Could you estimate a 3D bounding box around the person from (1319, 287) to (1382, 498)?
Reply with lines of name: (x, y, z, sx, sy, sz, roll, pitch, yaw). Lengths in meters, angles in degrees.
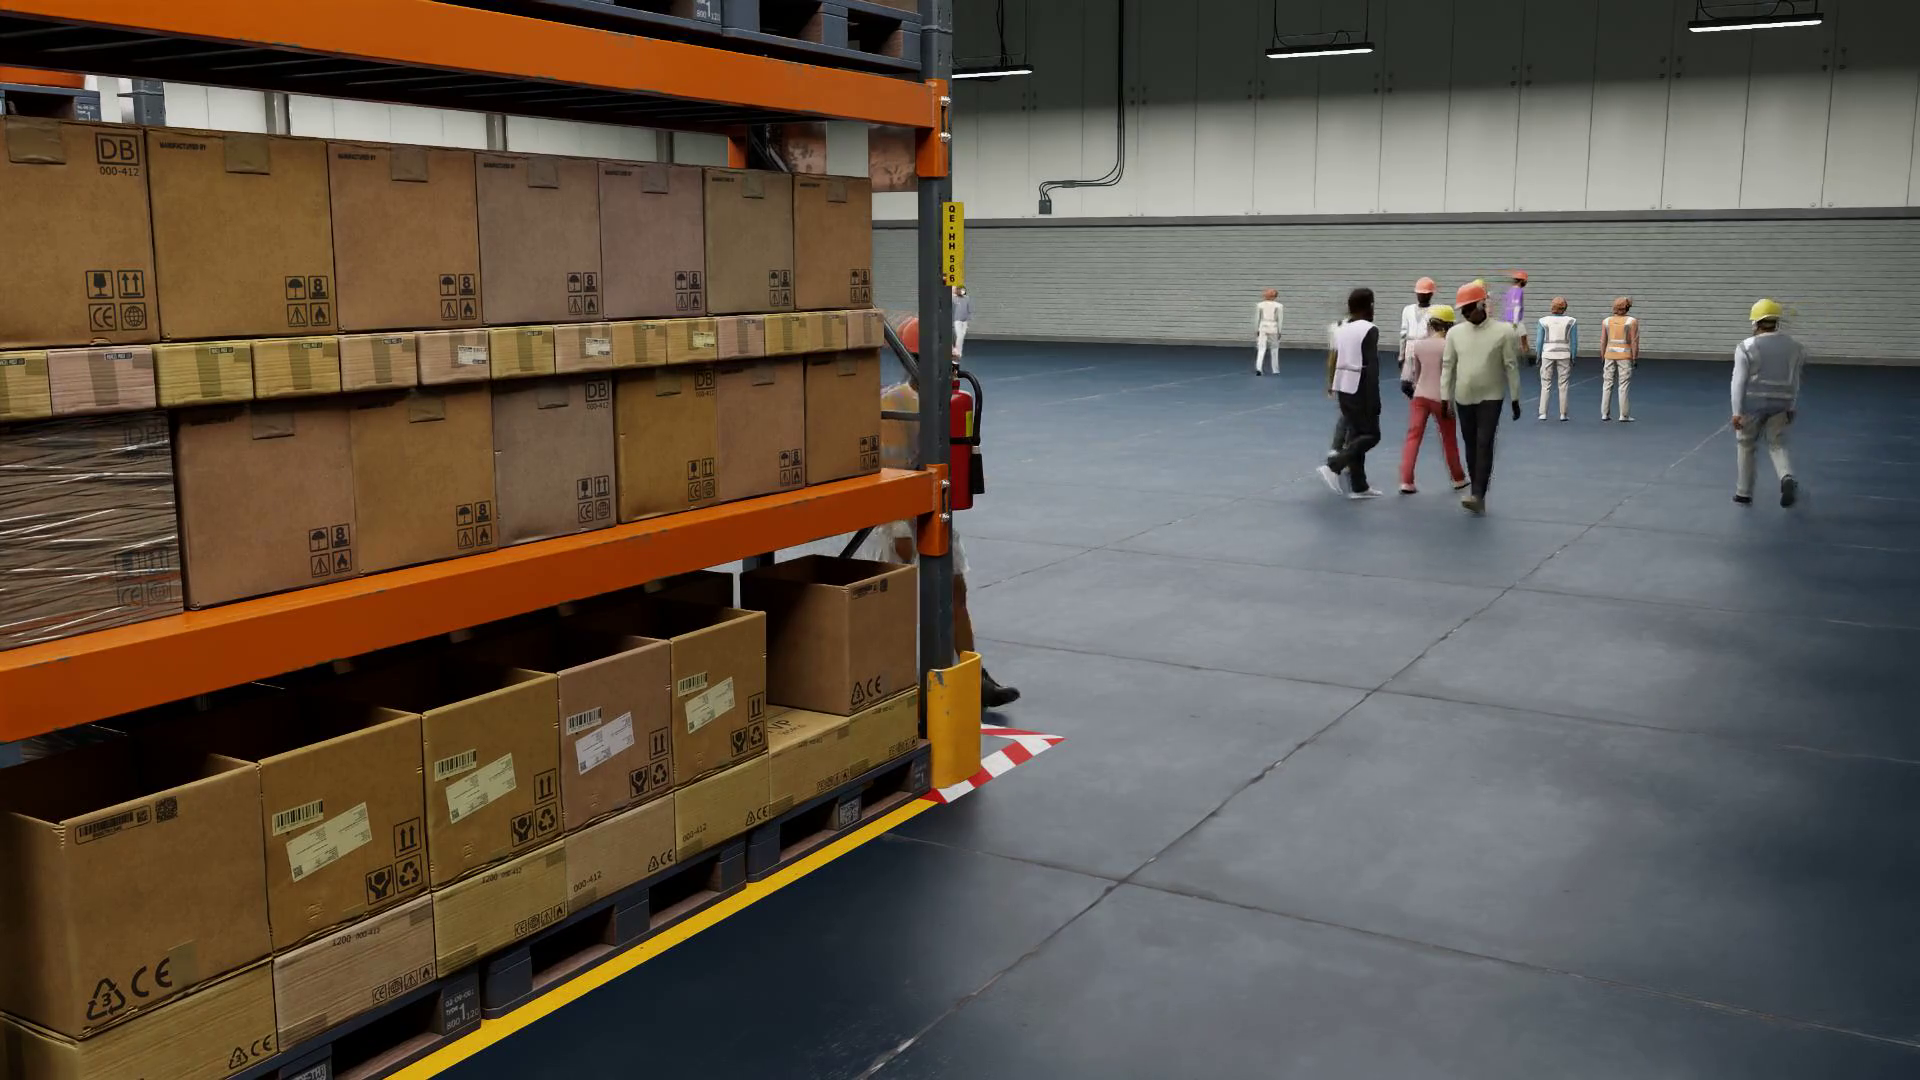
person: (3.541, -1.310, 14.901, 0.550, 1.904, 0.634, -3, 10, -15)

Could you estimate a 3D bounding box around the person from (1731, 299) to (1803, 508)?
person: (6.921, -1.155, 14.272, 0.607, 1.814, 0.682, 0, 10, 0)

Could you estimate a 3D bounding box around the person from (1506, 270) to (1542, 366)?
person: (11.024, -4.349, 32.734, 0.977, 1.883, 0.570, 0, 10, 0)

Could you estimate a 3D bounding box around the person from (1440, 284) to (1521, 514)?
person: (4.374, -1.193, 14.137, 0.658, 1.932, 0.977, 6, 12, 33)

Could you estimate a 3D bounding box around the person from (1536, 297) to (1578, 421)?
person: (7.884, -2.391, 22.009, 0.517, 1.639, 0.314, 4, 10, 21)

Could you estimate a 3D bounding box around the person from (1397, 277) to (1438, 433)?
person: (5.691, -2.274, 20.488, 0.569, 1.923, 0.602, 8, 12, 38)

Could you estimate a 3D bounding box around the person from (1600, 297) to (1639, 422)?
person: (8.684, -2.376, 21.922, 0.310, 1.642, 0.514, -9, 13, -41)

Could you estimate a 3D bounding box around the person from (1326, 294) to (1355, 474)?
person: (3.938, -1.568, 16.646, 0.410, 1.823, 0.539, -9, 13, -41)

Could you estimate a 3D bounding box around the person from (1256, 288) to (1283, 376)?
person: (5.640, -3.809, 30.405, 0.514, 1.604, 0.827, 5, 11, 26)

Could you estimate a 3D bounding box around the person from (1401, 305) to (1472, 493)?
person: (4.399, -1.292, 15.321, 0.904, 1.722, 0.527, -8, 13, -40)

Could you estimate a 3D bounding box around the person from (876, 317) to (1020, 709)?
person: (-0.129, -0.108, 7.895, 0.934, 1.890, 0.568, 8, 13, 40)

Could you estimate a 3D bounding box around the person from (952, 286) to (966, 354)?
person: (-0.152, -4.956, 36.311, 0.587, 1.883, 0.342, -4, 10, -20)

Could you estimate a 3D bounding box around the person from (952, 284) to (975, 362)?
person: (0.049, -4.490, 34.381, 0.503, 1.615, 0.500, -8, 12, -39)

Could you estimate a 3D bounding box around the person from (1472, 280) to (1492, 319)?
person: (9.686, -3.997, 31.158, 0.538, 1.717, 0.896, 10, 14, 44)
